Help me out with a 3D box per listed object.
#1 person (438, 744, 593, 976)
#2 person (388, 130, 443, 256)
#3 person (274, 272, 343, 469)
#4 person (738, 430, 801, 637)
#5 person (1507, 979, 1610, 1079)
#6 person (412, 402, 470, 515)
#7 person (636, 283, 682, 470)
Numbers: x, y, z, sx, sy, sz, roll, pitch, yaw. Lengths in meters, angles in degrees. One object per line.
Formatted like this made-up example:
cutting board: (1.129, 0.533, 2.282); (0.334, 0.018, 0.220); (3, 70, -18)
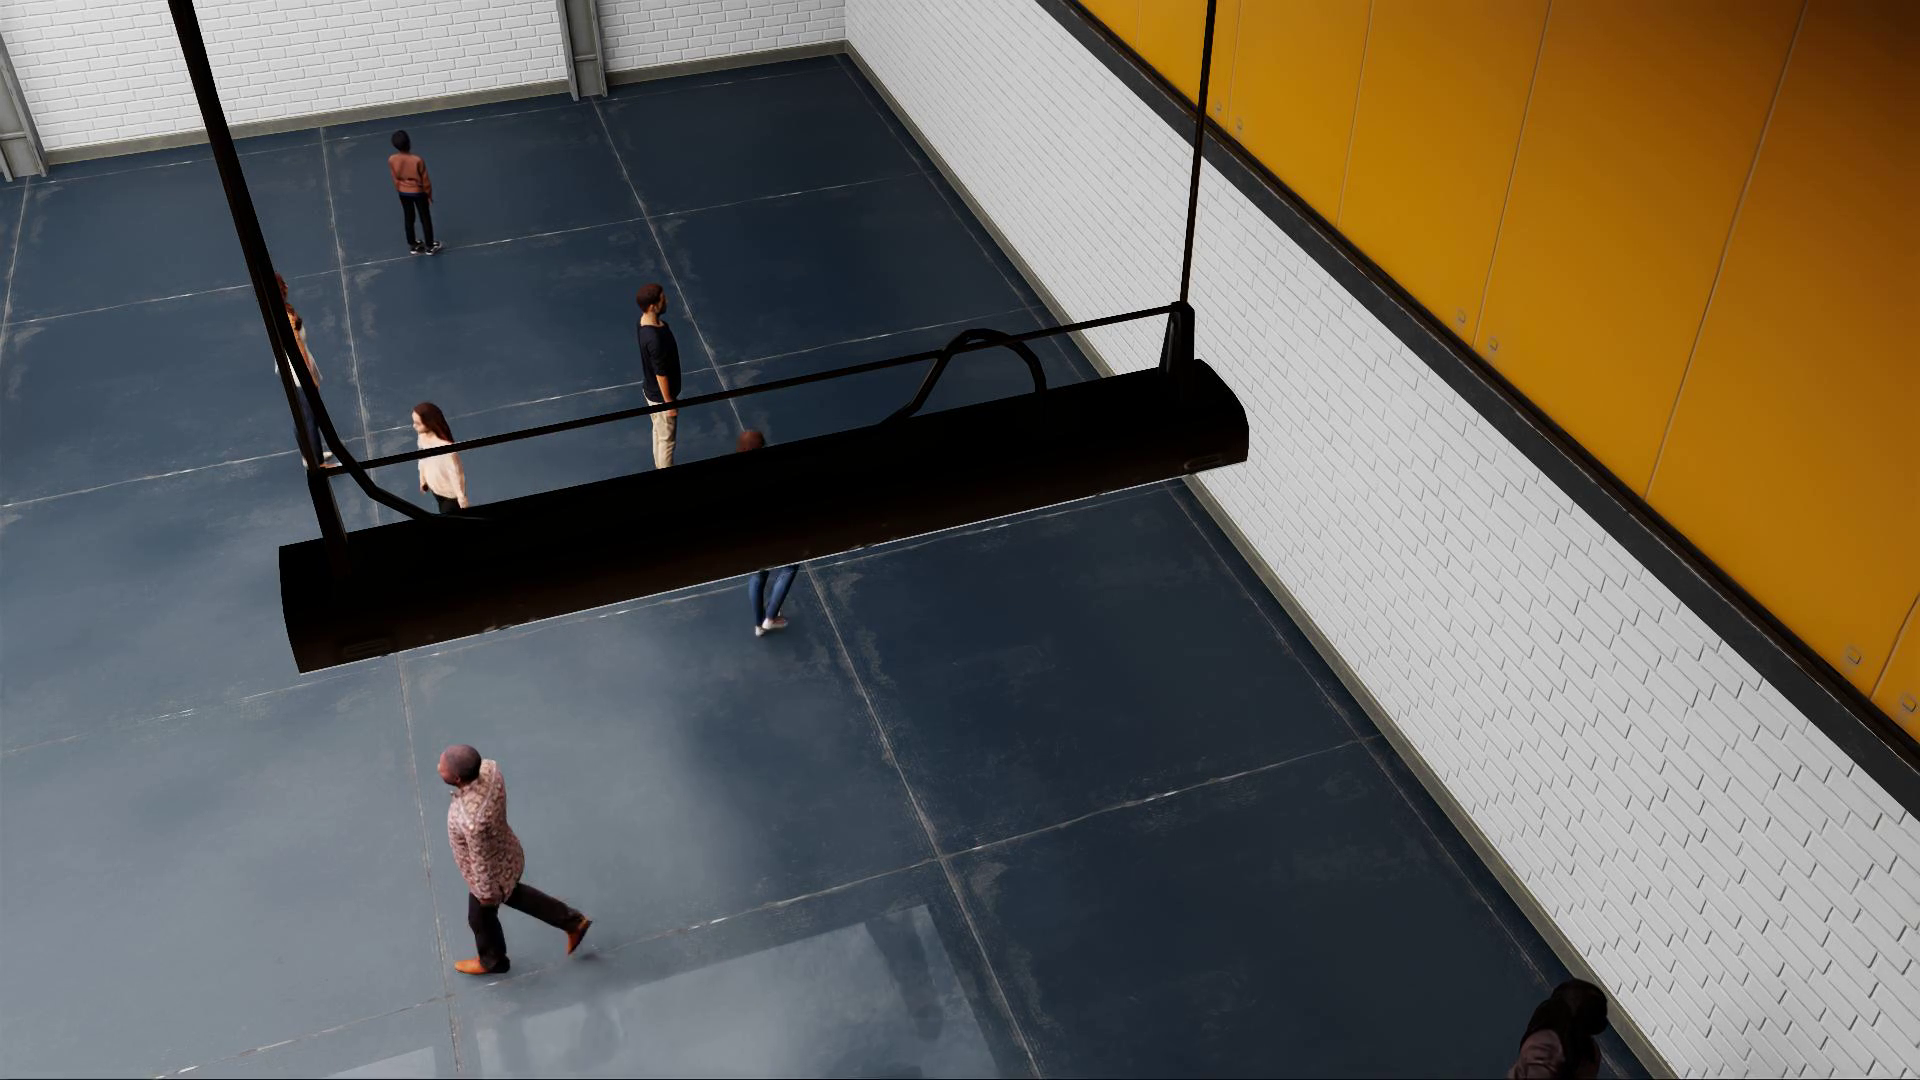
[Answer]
person: (-2.500, 1.795, 9.180); (1.139, 1.782, 0.924); (0, 39, 0)
person: (-5.288, -3.354, 16.052); (0.541, 1.252, 0.645); (5, 39, 7)
person: (-5.219, -1.298, 13.050); (0.658, 1.784, 0.674); (-30, 47, -32)
person: (-1.407, 0.019, 11.455); (0.700, 1.717, 0.742); (23, 44, 26)
person: (2.747, 2.708, 7.991); (0.808, 1.838, 0.743); (17, 42, 20)
person: (-3.700, -0.399, 12.175); (0.725, 1.474, 0.696); (-30, 48, -32)
person: (-2.309, -1.142, 12.798); (0.520, 1.856, 0.628); (-12, 40, -14)
